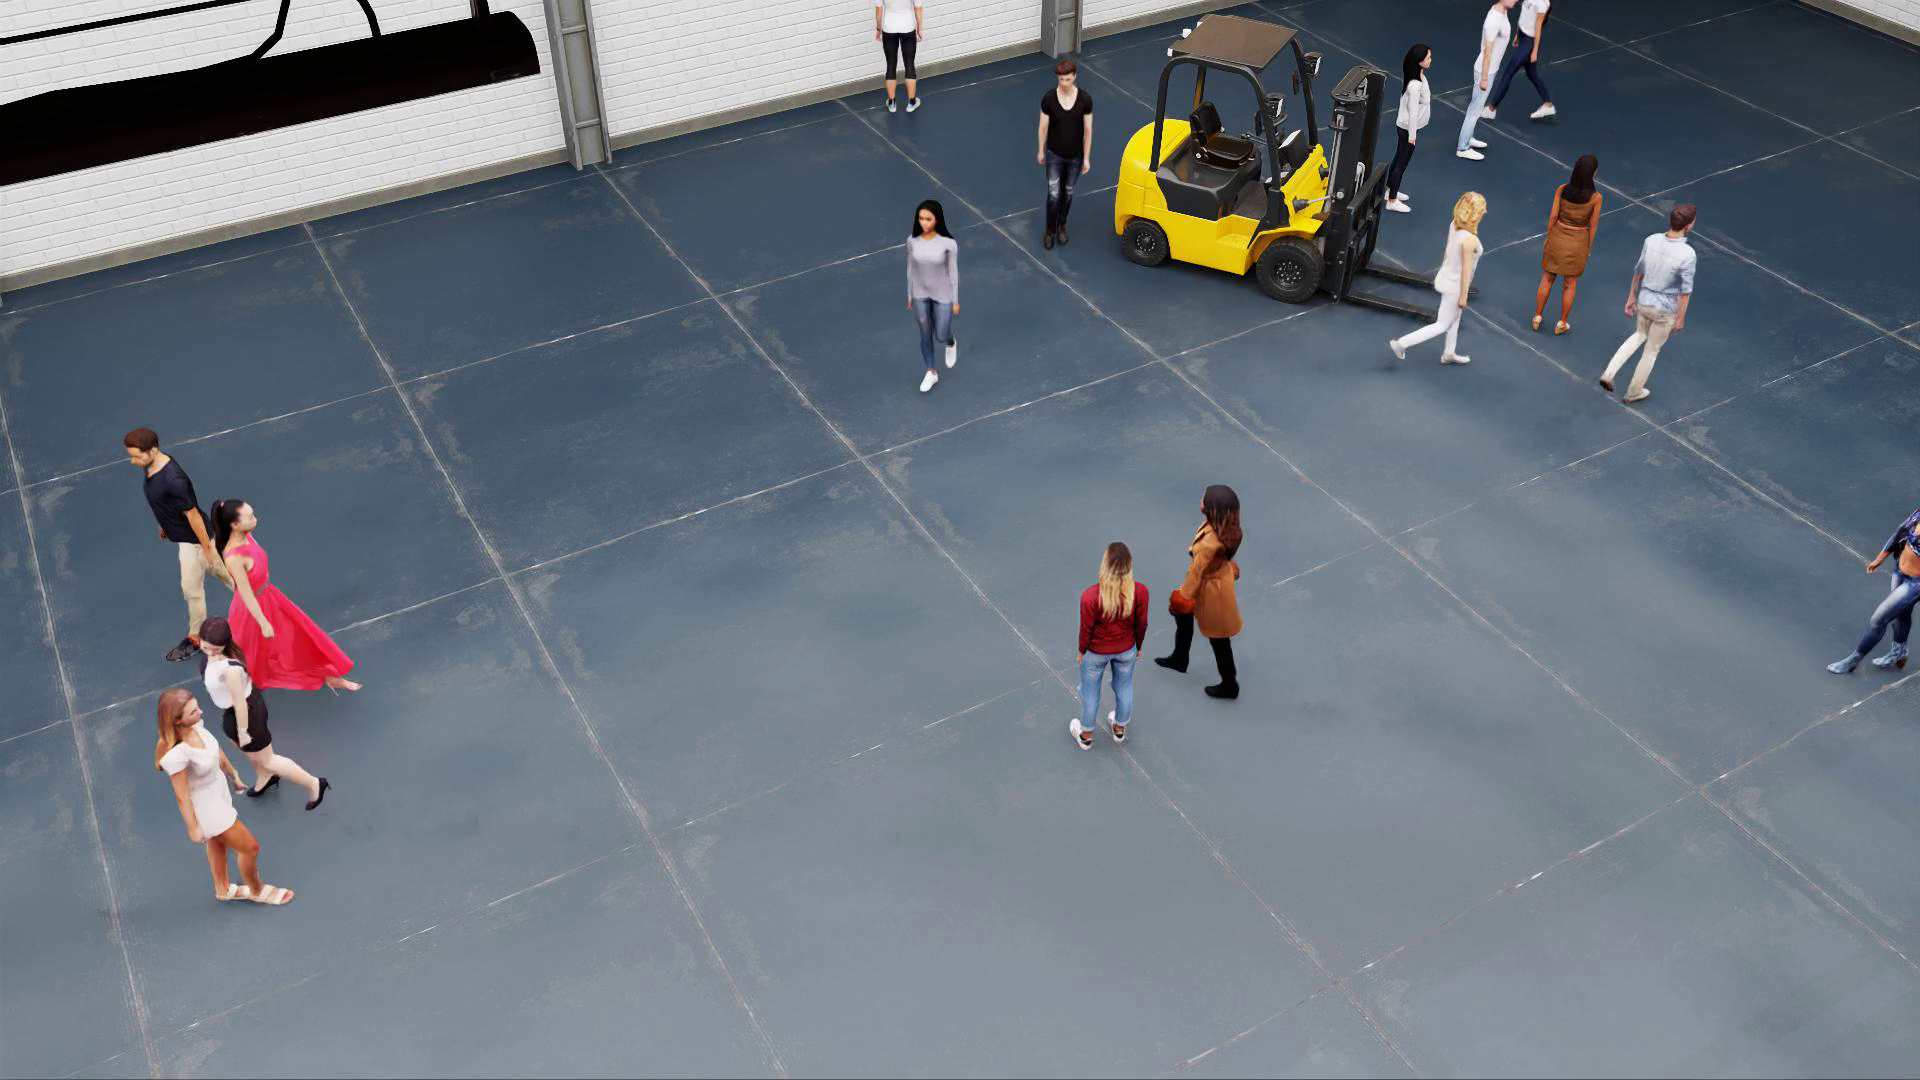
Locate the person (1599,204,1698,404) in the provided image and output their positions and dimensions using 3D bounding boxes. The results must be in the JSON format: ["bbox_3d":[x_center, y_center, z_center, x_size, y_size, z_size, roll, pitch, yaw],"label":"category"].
[{"bbox_3d":[5.667,-1.892,13.665,0.750,1.835,0.642,-20,43,-23],"label":"person"}]

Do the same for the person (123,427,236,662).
[{"bbox_3d":[-5.172,-0.064,11.390,1.033,1.817,0.835,-29,47,-31],"label":"person"}]

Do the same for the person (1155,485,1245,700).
[{"bbox_3d":[1.743,0.385,10.923,1.018,1.700,0.967,11,40,14],"label":"person"}]

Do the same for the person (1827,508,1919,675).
[{"bbox_3d":[6.451,0.265,11.155,0.941,1.598,0.838,1,39,1],"label":"person"}]

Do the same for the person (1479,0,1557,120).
[{"bbox_3d":[6.273,-5.360,18.091,1.201,1.731,1.066,5,39,6],"label":"person"}]

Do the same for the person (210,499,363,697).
[{"bbox_3d":[-4.660,0.483,10.831,1.253,1.662,0.945,-2,39,-3],"label":"person"}]

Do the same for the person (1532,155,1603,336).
[{"bbox_3d":[5.352,-2.591,14.662,0.638,1.684,0.650,21,43,24],"label":"person"}]

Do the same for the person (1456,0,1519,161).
[{"bbox_3d":[5.519,-4.939,17.470,0.776,1.850,0.687,14,41,17],"label":"person"}]

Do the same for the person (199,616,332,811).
[{"bbox_3d":[-4.327,1.073,10.128,0.692,1.617,0.642,-12,40,-15],"label":"person"}]

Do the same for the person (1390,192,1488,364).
[{"bbox_3d":[4.126,-2.183,14.183,1.082,1.644,0.899,-3,39,-4],"label":"person"}]

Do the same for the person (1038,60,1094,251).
[{"bbox_3d":[1.006,-3.750,15.961,0.782,1.874,0.854,-1,39,-1],"label":"person"}]

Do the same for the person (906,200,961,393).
[{"bbox_3d":[-0.191,-2.097,14.008,0.855,1.728,0.929,14,41,16],"label":"person"}]

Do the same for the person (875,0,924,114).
[{"bbox_3d":[-0.677,-5.638,18.344,0.687,1.850,0.815,1,39,1],"label":"person"}]

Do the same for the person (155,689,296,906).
[{"bbox_3d":[-4.397,1.502,9.536,0.833,1.683,0.747,-4,39,-5],"label":"person"}]

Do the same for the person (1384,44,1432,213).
[{"bbox_3d":[4.465,-4.120,16.563,0.753,1.701,0.712,6,39,7],"label":"person"}]

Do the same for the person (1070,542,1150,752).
[{"bbox_3d":[0.952,0.685,10.601,0.562,1.634,0.713,-9,39,-11],"label":"person"}]
